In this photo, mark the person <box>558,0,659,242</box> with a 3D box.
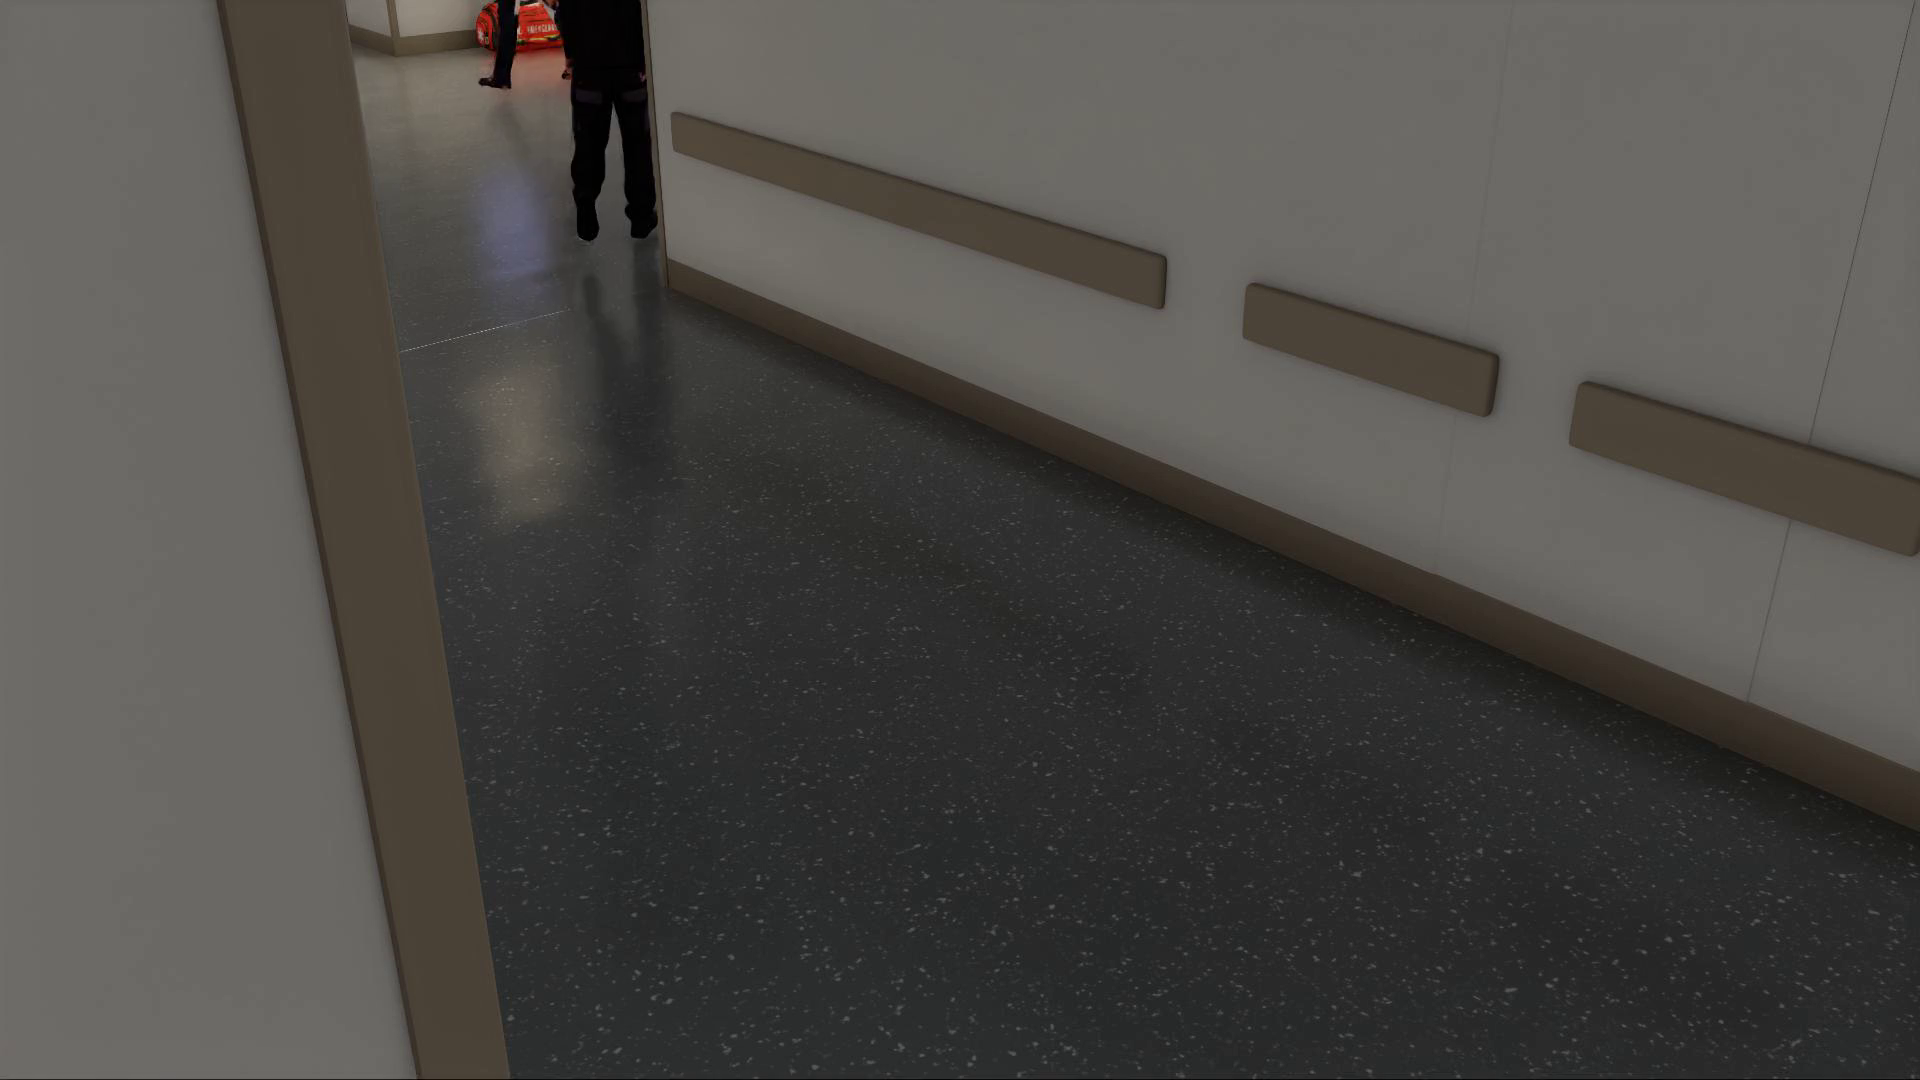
[{"bbox_3d":[-1.842,-2.460,8.643,1.069,1.891,1.114,1,26,3],"label":"person"}]

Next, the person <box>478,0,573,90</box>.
[{"bbox_3d":[-3.213,-4.379,12.695,0.999,1.830,1.394,16,30,29],"label":"person"}]
